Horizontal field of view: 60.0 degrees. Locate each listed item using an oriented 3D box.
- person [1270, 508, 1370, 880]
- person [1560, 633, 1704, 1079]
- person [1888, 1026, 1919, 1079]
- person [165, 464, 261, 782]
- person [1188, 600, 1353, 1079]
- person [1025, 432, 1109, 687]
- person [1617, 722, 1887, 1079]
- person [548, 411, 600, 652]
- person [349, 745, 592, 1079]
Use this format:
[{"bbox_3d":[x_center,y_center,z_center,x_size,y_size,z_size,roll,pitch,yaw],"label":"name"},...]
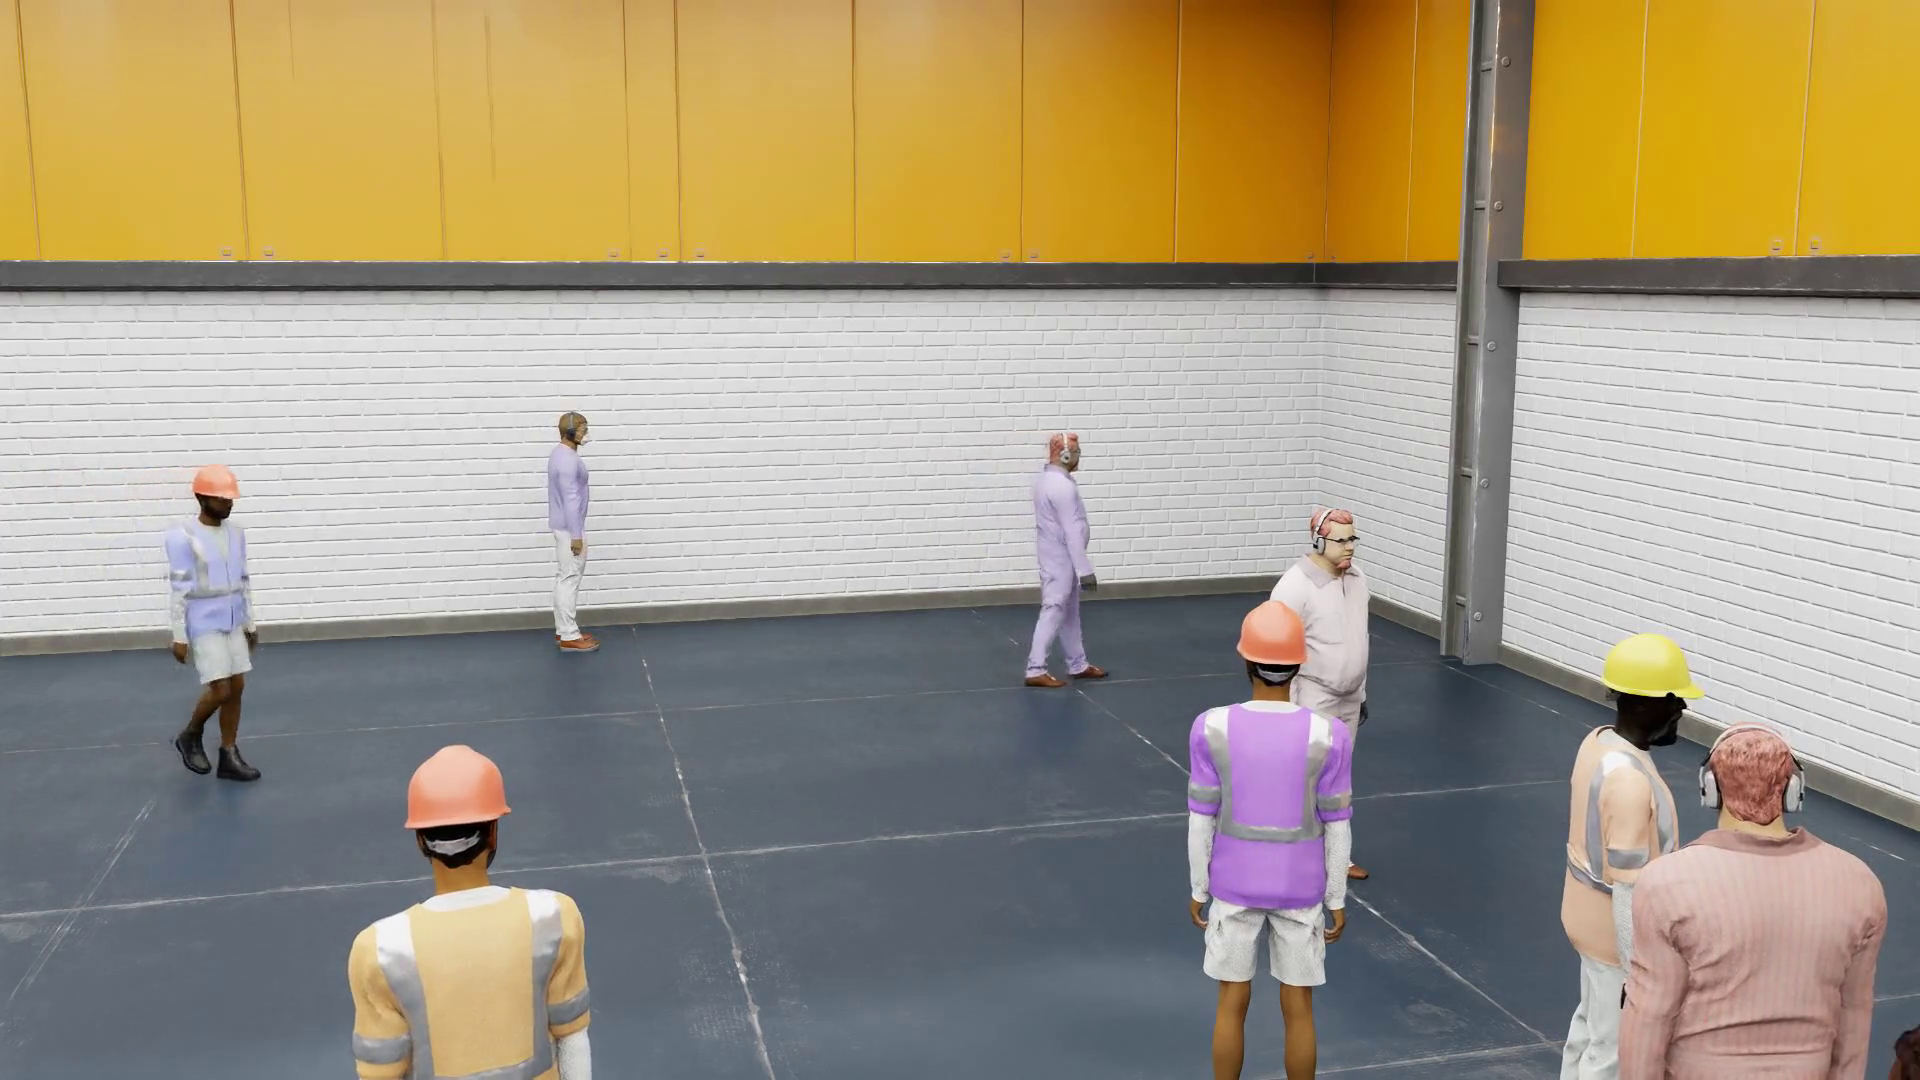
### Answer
[{"bbox_3d":[1.798,0.784,8.182,0.646,1.902,0.399,-8,12,-39],"label":"person"},{"bbox_3d":[2.092,1.238,5.246,0.366,1.927,0.585,2,9,11],"label":"person"},{"bbox_3d":[1.522,1.670,2.728,0.614,1.862,0.987,-4,10,-23],"label":"person"},{"bbox_3d":[-4.407,0.499,9.862,0.456,1.920,0.557,3,10,21],"label":"person"},{"bbox_3d":[1.047,1.164,5.661,0.549,1.942,0.347,2,9,12],"label":"person"},{"bbox_3d":[0.778,0.145,12.244,0.585,1.900,0.666,-1,9,-6],"label":"person"},{"bbox_3d":[1.982,1.405,4.282,0.652,1.902,0.402,-1,9,-3],"label":"person"},{"bbox_3d":[-3.136,-0.074,13.406,0.354,1.936,0.635,-3,10,-19],"label":"person"},{"bbox_3d":[-1.152,1.441,3.972,0.542,1.930,0.374,-4,10,-26],"label":"person"}]
